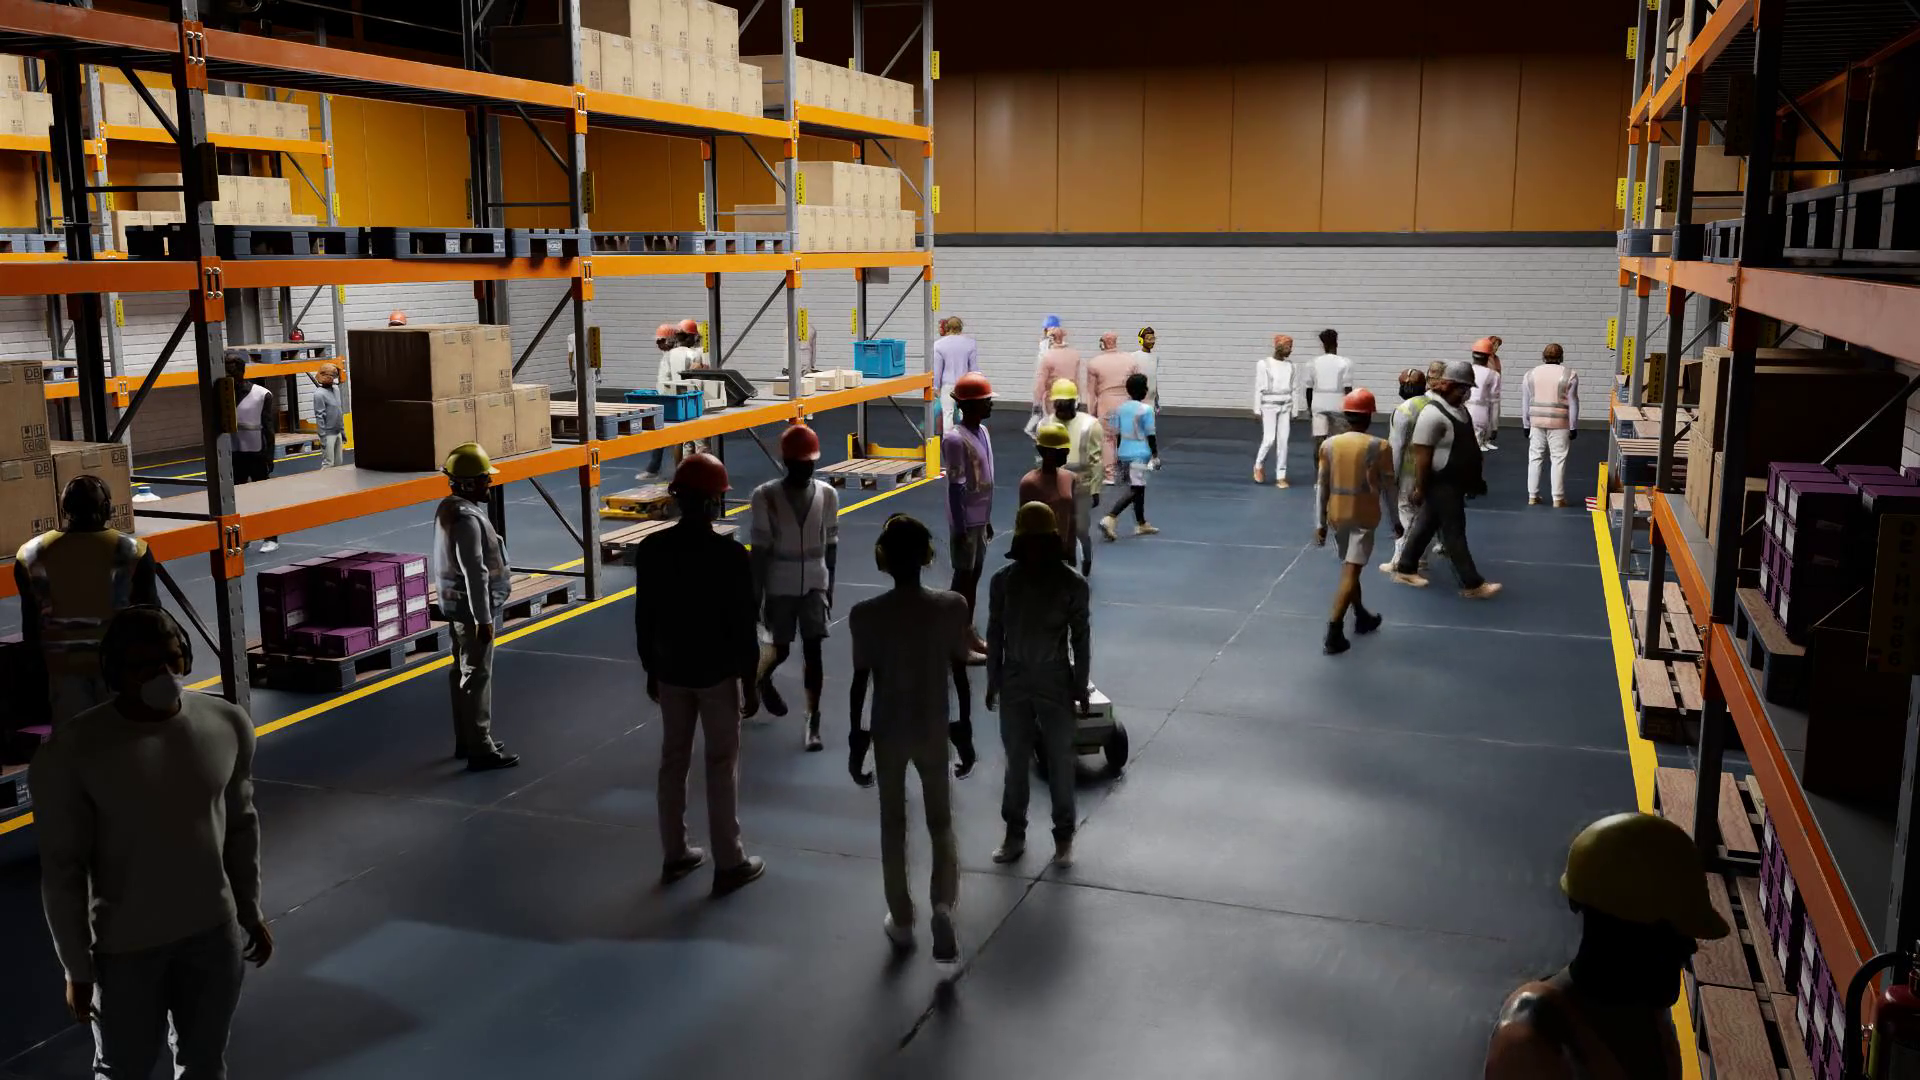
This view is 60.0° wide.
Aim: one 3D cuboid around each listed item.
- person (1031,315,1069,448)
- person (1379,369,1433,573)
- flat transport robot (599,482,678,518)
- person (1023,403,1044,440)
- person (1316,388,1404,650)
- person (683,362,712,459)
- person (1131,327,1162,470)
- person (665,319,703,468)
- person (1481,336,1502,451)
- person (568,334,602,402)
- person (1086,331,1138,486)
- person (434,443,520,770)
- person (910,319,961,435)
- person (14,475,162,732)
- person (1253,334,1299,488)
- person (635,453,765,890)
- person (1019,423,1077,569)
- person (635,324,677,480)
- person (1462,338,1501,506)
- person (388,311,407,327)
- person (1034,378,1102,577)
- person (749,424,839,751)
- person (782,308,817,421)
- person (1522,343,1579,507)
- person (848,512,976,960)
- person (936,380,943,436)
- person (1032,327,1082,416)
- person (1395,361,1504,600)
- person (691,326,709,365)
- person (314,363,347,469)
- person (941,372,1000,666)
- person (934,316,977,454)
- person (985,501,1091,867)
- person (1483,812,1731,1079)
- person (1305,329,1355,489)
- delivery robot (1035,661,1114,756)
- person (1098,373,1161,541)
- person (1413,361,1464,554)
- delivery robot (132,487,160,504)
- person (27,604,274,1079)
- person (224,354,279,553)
[{"bbox_3d":[1.384,-2.305,24.140,0.805,1.928,0.619,-6,12,-30],"label":"person"},{"bbox_3d":[4.019,-0.608,14.843,0.624,1.836,0.429,-9,13,-41],"label":"person"},{"bbox_3d":[-3.367,-0.443,18.299,0.652,0.197,1.431,3,11,19],"label":"flat transport robot"},{"bbox_3d":[1.289,-2.264,24.780,0.518,1.603,0.719,-8,13,-36],"label":"person"},{"bbox_3d":[2.895,-0.163,12.204,0.563,1.891,1.018,9,13,40],"label":"person"},{"bbox_3d":[-2.904,-1.154,18.466,0.510,1.634,0.311,8,13,38],"label":"person"},{"bbox_3d":[2.403,-1.814,21.517,0.509,1.872,0.328,-8,13,-39],"label":"person"},{"bbox_3d":[-3.265,-1.637,20.037,0.608,2.044,0.372,8,13,37],"label":"person"},{"bbox_3d":[7.533,-2.091,23.730,0.311,1.639,0.512,9,13,41],"label":"person"},{"bbox_3d":[-5.834,-2.592,25.921,0.508,1.865,0.328,1,10,3],"label":"person"},{"bbox_3d":[1.861,-1.601,20.317,0.655,1.877,0.474,-2,10,-10],"label":"person"},{"bbox_3d":[-2.722,0.368,9.334,0.404,1.832,0.594,-5,11,-28],"label":"person"},{"bbox_3d":[-0.297,-2.458,25.305,0.947,1.802,0.566,4,11,22],"label":"person"},{"bbox_3d":[-4.157,0.601,8.027,0.629,1.837,0.429,-2,10,-13],"label":"person"},{"bbox_3d":[3.831,-1.554,20.090,0.616,1.854,0.470,-4,11,-21],"label":"person"},{"bbox_3d":[-1.177,0.595,7.599,0.622,1.992,0.396,5,11,25],"label":"person"},{"bbox_3d":[0.602,0.091,11.116,0.350,1.758,0.522,10,14,43],"label":"person"},{"bbox_3d":[-3.537,-1.714,20.737,0.960,1.959,0.622,-5,11,-27],"label":"person"},{"bbox_3d":[5.797,-1.335,18.818,0.573,1.869,1.055,7,12,33],"label":"person"},{"bbox_3d":[-7.907,-2.237,23.542,0.622,1.993,0.381,-3,11,-17],"label":"person"},{"bbox_3d":[0.929,-0.481,14.153,0.598,1.819,0.643,3,10,16],"label":"person"},{"bbox_3d":[-1.001,0.243,9.812,0.566,1.916,0.736,-4,11,-22],"label":"person"},{"bbox_3d":[-2.683,-2.910,27.606,0.639,1.902,0.407,-9,13,-40],"label":"person"},{"bbox_3d":[6.615,-1.285,18.656,0.628,1.838,0.429,8,13,39],"label":"person"},{"bbox_3d":[-0.190,0.814,6.755,0.543,1.852,0.621,-2,10,-11],"label":"person"},{"bbox_3d":[-0.172,-2.454,25.413,0.329,1.767,0.528,-7,12,-36],"label":"person"},{"bbox_3d":[1.187,-1.804,21.449,0.662,1.868,0.858,-9,14,-42],"label":"person"},{"bbox_3d":[4.108,-0.555,13.948,1.019,2.000,0.673,7,12,34],"label":"person"},{"bbox_3d":[-3.945,-2.303,24.645,0.878,1.730,0.523,-6,12,-29],"label":"person"},{"bbox_3d":[-7.006,-1.162,18.544,0.292,1.623,0.505,1,10,5],"label":"person"},{"bbox_3d":[0.089,-0.156,11.677,0.361,2.048,0.611,3,11,19],"label":"person"},{"bbox_3d":[-0.079,-2.157,23.255,0.629,1.940,0.373,-2,10,-14],"label":"person"},{"bbox_3d":[0.372,0.681,7.854,0.526,1.739,0.297,3,11,17],"label":"person"},{"bbox_3d":[1.159,1.424,3.198,0.605,1.899,0.863,-8,13,-38],"label":"person"},{"bbox_3d":[4.517,-1.609,20.254,0.617,1.901,1.012,5,11,26],"label":"person"},{"bbox_3d":[0.620,0.935,9.475,0.477,0.478,0.707,-2,10,-13],"label":"delivery robot"},{"bbox_3d":[1.688,-0.831,16.536,0.780,1.670,0.535,-5,11,-28],"label":"person"},{"bbox_3d":[4.507,-0.788,15.824,0.507,1.840,0.343,8,13,37],"label":"person"},{"bbox_3d":[-7.979,-0.278,16.306,0.477,0.478,0.707,-6,12,-30],"label":"delivery robot"},{"bbox_3d":[-2.264,1.130,4.744,0.378,1.940,0.628,8,13,37],"label":"person"},{"bbox_3d":[-6.797,-0.821,15.836,0.592,1.908,0.410,1,10,5],"label":"person"}]
